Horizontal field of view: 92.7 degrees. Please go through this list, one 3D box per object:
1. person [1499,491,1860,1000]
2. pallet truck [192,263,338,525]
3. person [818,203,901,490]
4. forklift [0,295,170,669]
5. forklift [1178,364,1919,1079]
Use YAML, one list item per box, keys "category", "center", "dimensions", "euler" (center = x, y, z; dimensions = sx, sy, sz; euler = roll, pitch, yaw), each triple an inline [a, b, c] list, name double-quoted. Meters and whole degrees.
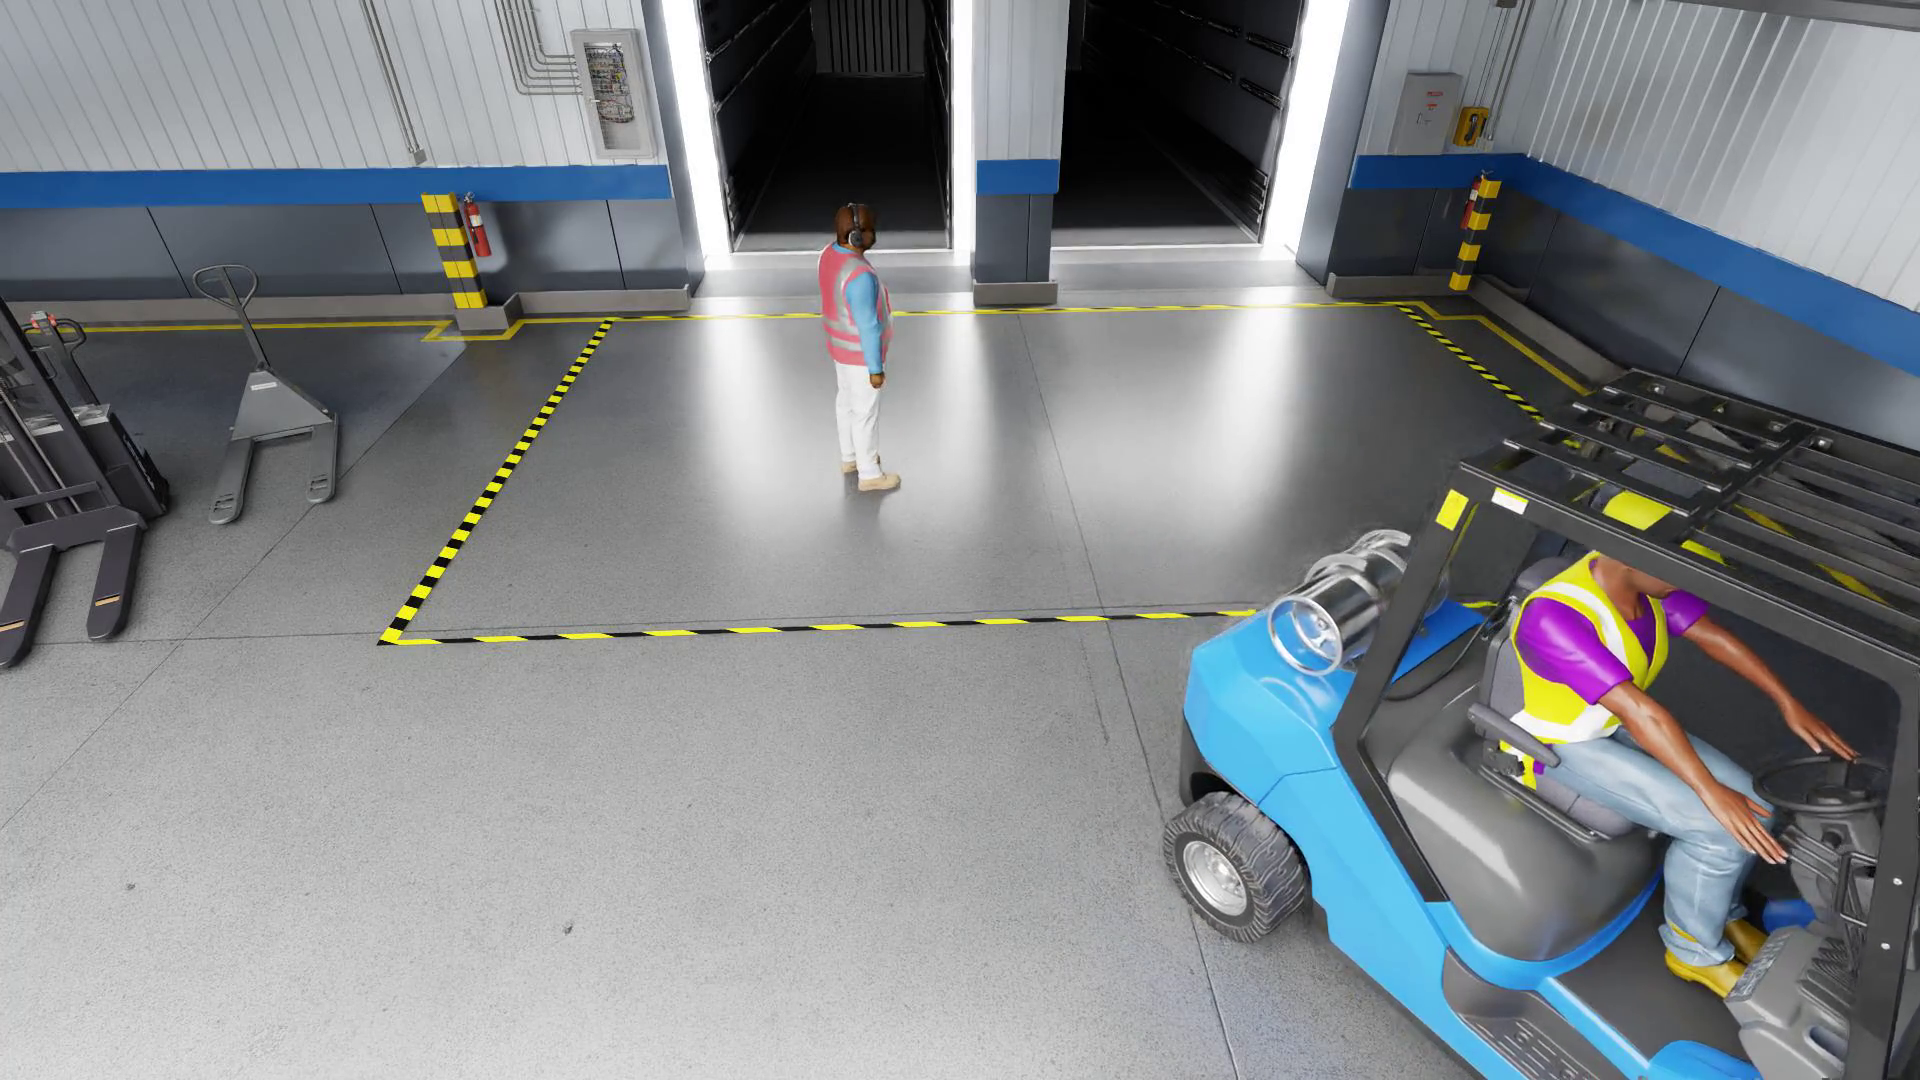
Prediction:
- category: "person"
  center: [2.020, 0.580, 2.519]
  dimensions: [0.635, 1.293, 1.004]
  euler: [-22, 41, -29]
- category: "pallet truck"
  center: [-4.778, -1.027, 6.128]
  dimensions: [0.680, 1.201, 1.601]
  euler: [-17, 38, -23]
- category: "person"
  center: [-0.632, -1.199, 5.848]
  dimensions: [0.429, 1.841, 0.633]
  euler: [-17, 38, -22]
- category: "forklift"
  center: [-5.212, -0.618, 4.878]
  dimensions: [0.823, 1.965, 1.885]
  euler: [-20, 39, -26]
- category: "forklift"
  center: [1.991, 0.703, 2.669]
  dimensions: [1.157, 2.036, 2.680]
  euler: [-22, 41, -29]
